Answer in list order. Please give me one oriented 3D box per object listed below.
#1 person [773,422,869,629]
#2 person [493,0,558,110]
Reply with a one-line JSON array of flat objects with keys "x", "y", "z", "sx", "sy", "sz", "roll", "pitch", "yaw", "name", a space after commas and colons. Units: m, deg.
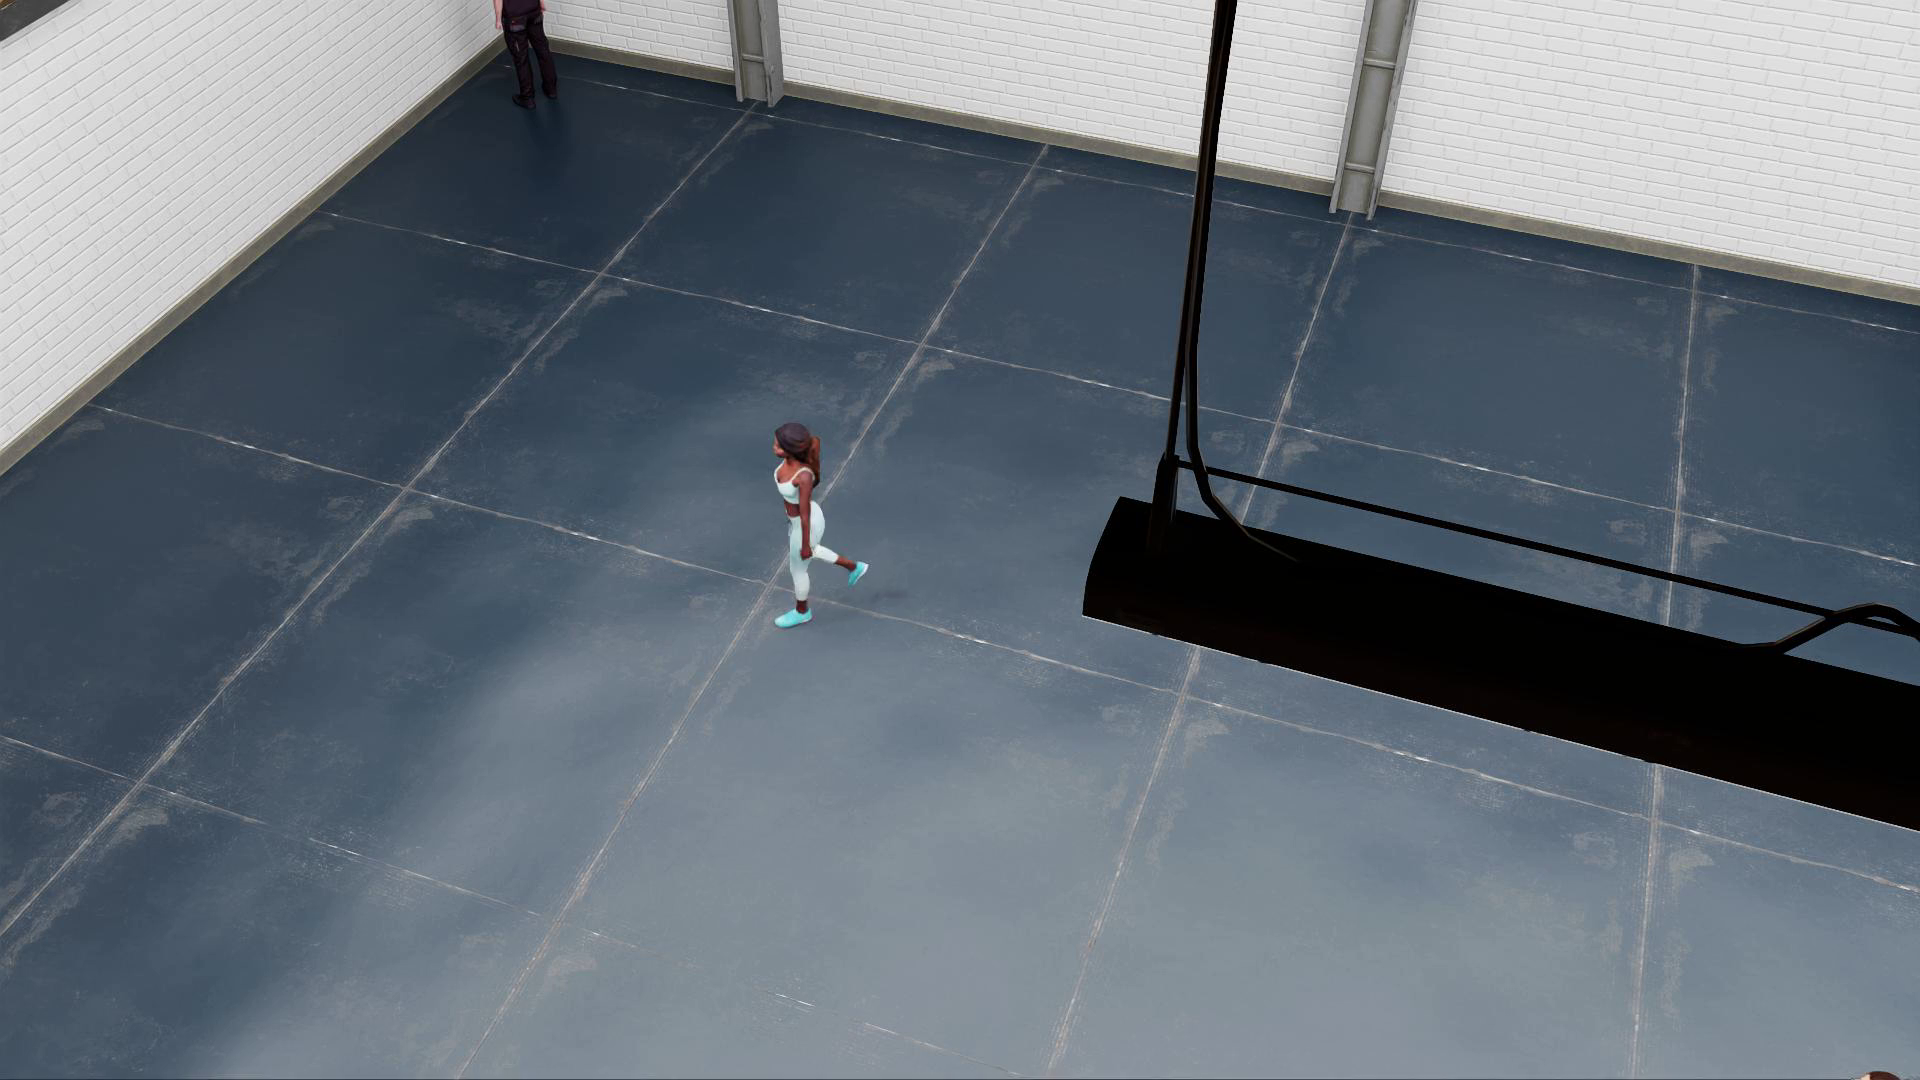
[{"x": -0.957, "y": -0.104, "z": 10.973, "sx": 1.000, "sy": 1.710, "sz": 0.884, "roll": -12, "pitch": 45, "yaw": -13, "name": "person"}, {"x": -4.253, "y": -5.107, "z": 16.126, "sx": 0.807, "sy": 1.846, "sz": 0.765, "roll": -34, "pitch": 53, "yaw": -31, "name": "person"}]
